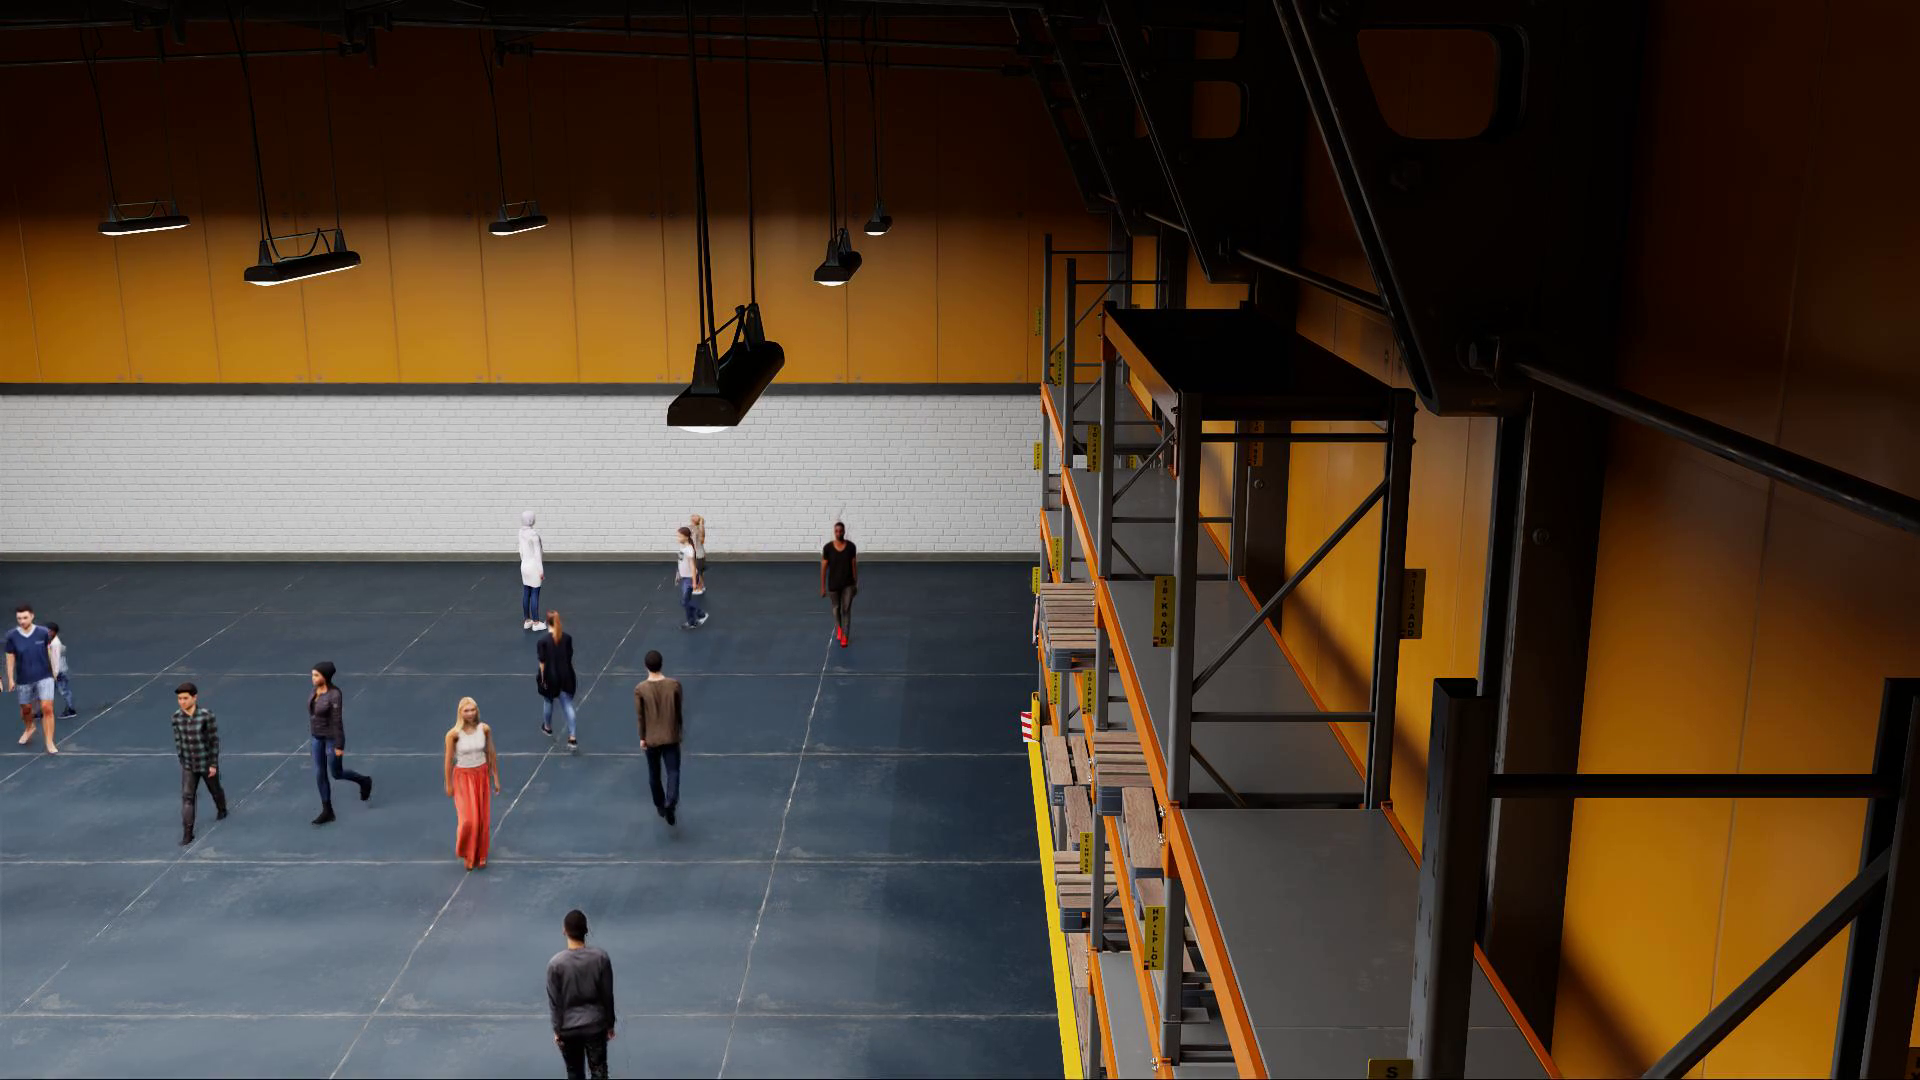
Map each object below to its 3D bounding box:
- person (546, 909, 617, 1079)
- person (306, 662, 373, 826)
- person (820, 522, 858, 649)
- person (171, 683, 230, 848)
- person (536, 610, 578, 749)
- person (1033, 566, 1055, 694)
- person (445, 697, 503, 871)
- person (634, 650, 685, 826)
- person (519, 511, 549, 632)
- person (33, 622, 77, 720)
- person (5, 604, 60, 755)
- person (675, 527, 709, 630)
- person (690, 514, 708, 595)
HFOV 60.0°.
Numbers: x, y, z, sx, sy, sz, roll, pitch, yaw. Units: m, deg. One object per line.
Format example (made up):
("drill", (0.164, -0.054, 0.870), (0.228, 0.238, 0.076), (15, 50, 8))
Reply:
("person", (-2.687, 3.497, 11.826), (0.782, 1.748, 0.945), (-5, 14, -18))
("person", (-6.597, 2.116, 17.573), (0.933, 1.729, 1.096), (8, 16, 31))
("person", (-1.705, 0.625, 23.672), (0.729, 1.756, 1.201), (-1, 14, -4))
("person", (-7.917, 2.288, 17.383), (0.717, 1.671, 1.121), (-1, 14, -3))
("person", (-4.701, 1.672, 19.598), (0.990, 1.638, 1.211), (-8, 16, -30))
("person", (1.167, 1.176, 21.435), (0.668, 1.738, 0.695), (9, 16, 33))
("person", (-4.849, 2.368, 16.412), (0.851, 1.786, 0.922), (-11, 17, -38))
("person", (-3.113, 2.085, 17.398), (0.778, 1.870, 1.074), (-3, 14, -12))
("person", (-6.293, 0.438, 24.405), (0.694, 1.775, 0.743), (12, 18, 41))
("person", (-11.174, 1.612, 20.677), (0.741, 1.246, 0.814), (12, 18, 40))
("person", (-10.908, 1.600, 19.539), (1.014, 1.805, 1.188), (-7, 15, -28))
("person", (-3.914, 0.554, 24.413), (0.752, 1.545, 0.701), (-7, 15, -26))
("person", (-4.161, 0.216, 26.388), (0.588, 1.272, 0.476), (2, 14, 8))
